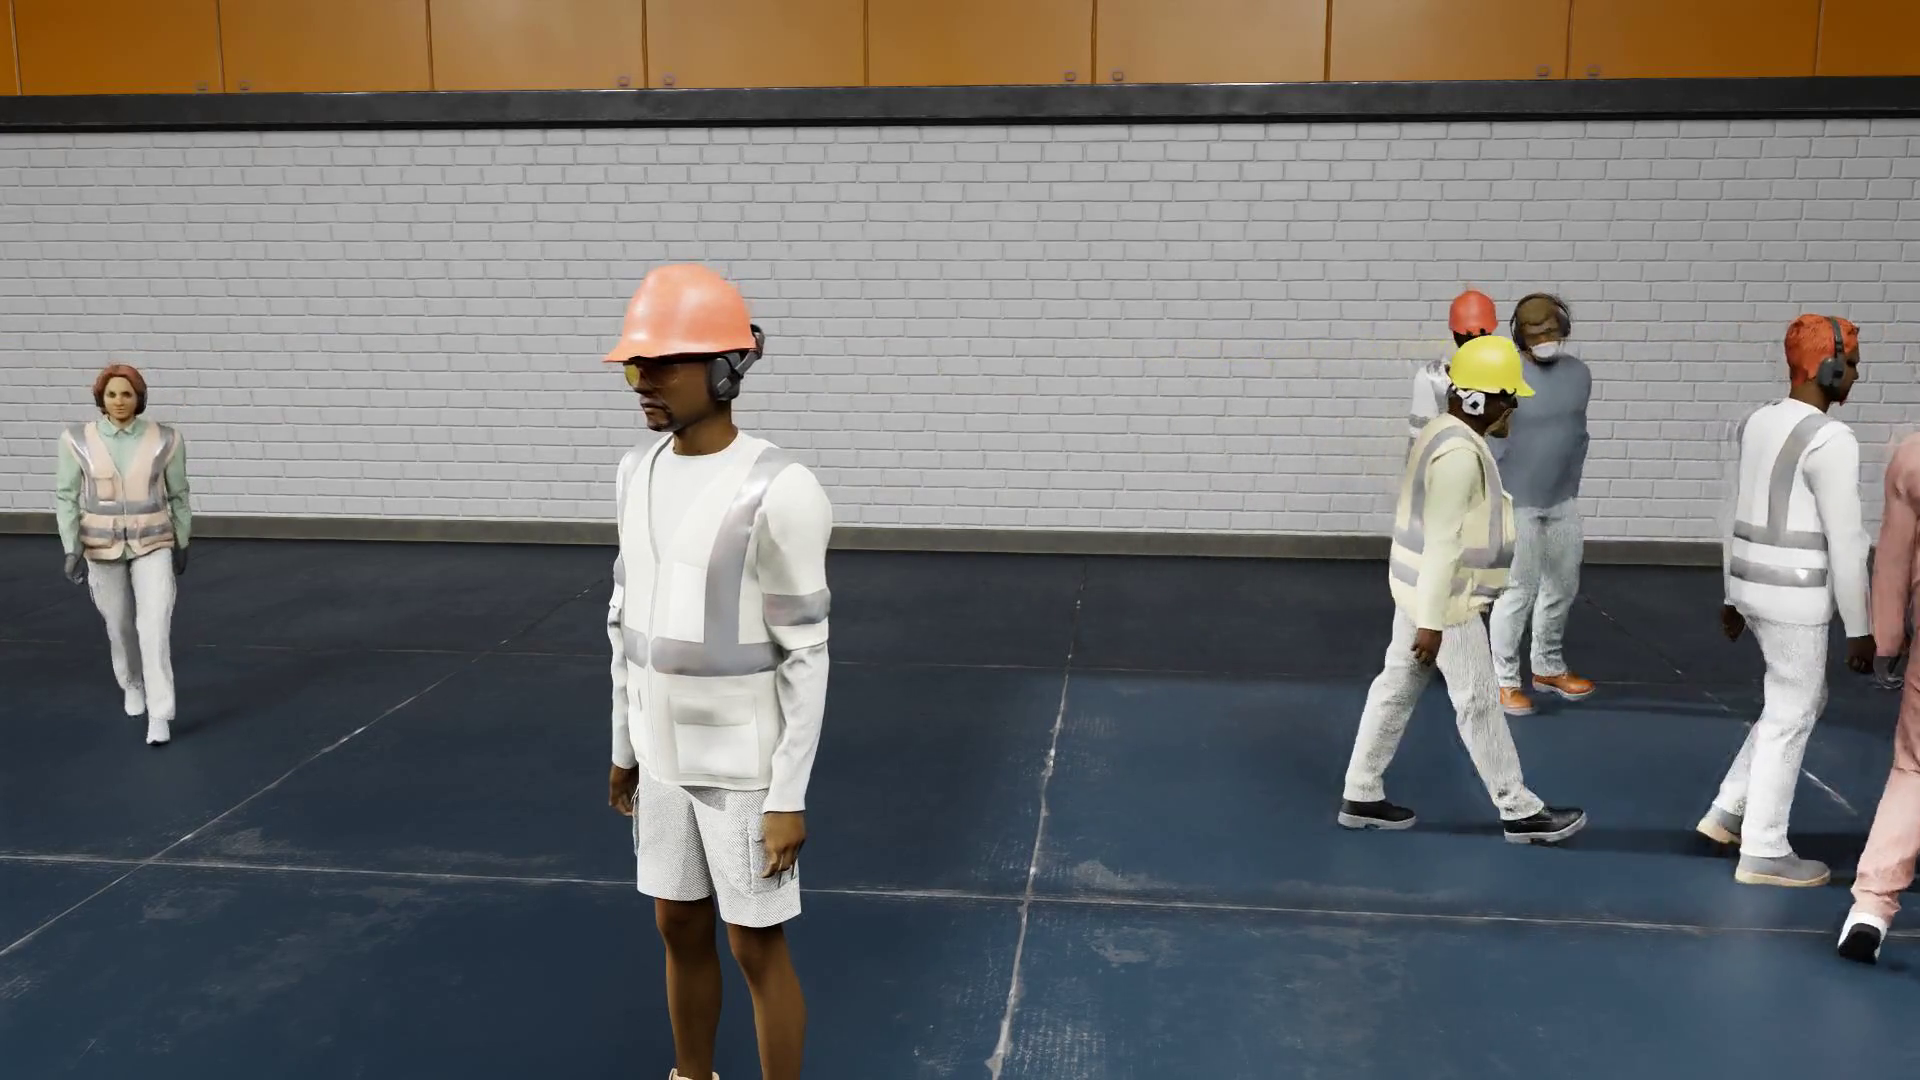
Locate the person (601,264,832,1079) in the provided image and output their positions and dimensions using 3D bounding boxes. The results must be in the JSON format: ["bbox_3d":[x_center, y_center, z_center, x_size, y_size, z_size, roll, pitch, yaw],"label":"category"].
[{"bbox_3d":[-0.543,0.452,3.516,0.607,2.044,0.378,8,13,38],"label":"person"}]

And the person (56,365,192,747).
[{"bbox_3d":[-3.584,0.041,7.171,0.509,1.598,0.875,-4,11,-23],"label":"person"}]

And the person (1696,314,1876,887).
[{"bbox_3d":[2.701,0.212,5.371,0.400,1.870,0.592,1,10,4],"label":"person"}]

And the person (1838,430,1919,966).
[{"bbox_3d":[2.880,0.350,4.660,0.716,1.894,0.693,-9,13,-42],"label":"person"}]

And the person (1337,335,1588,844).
[{"bbox_3d":[1.768,0.184,5.778,0.900,1.773,0.714,2,10,9],"label":"person"}]

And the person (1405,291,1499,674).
[{"bbox_3d":[2.482,-0.298,8.304,0.563,1.891,0.770,-1,10,-5],"label":"person"}]

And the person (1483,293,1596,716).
[{"bbox_3d":[2.547,-0.145,7.372,0.735,1.892,0.428,-5,11,-28],"label":"person"}]
